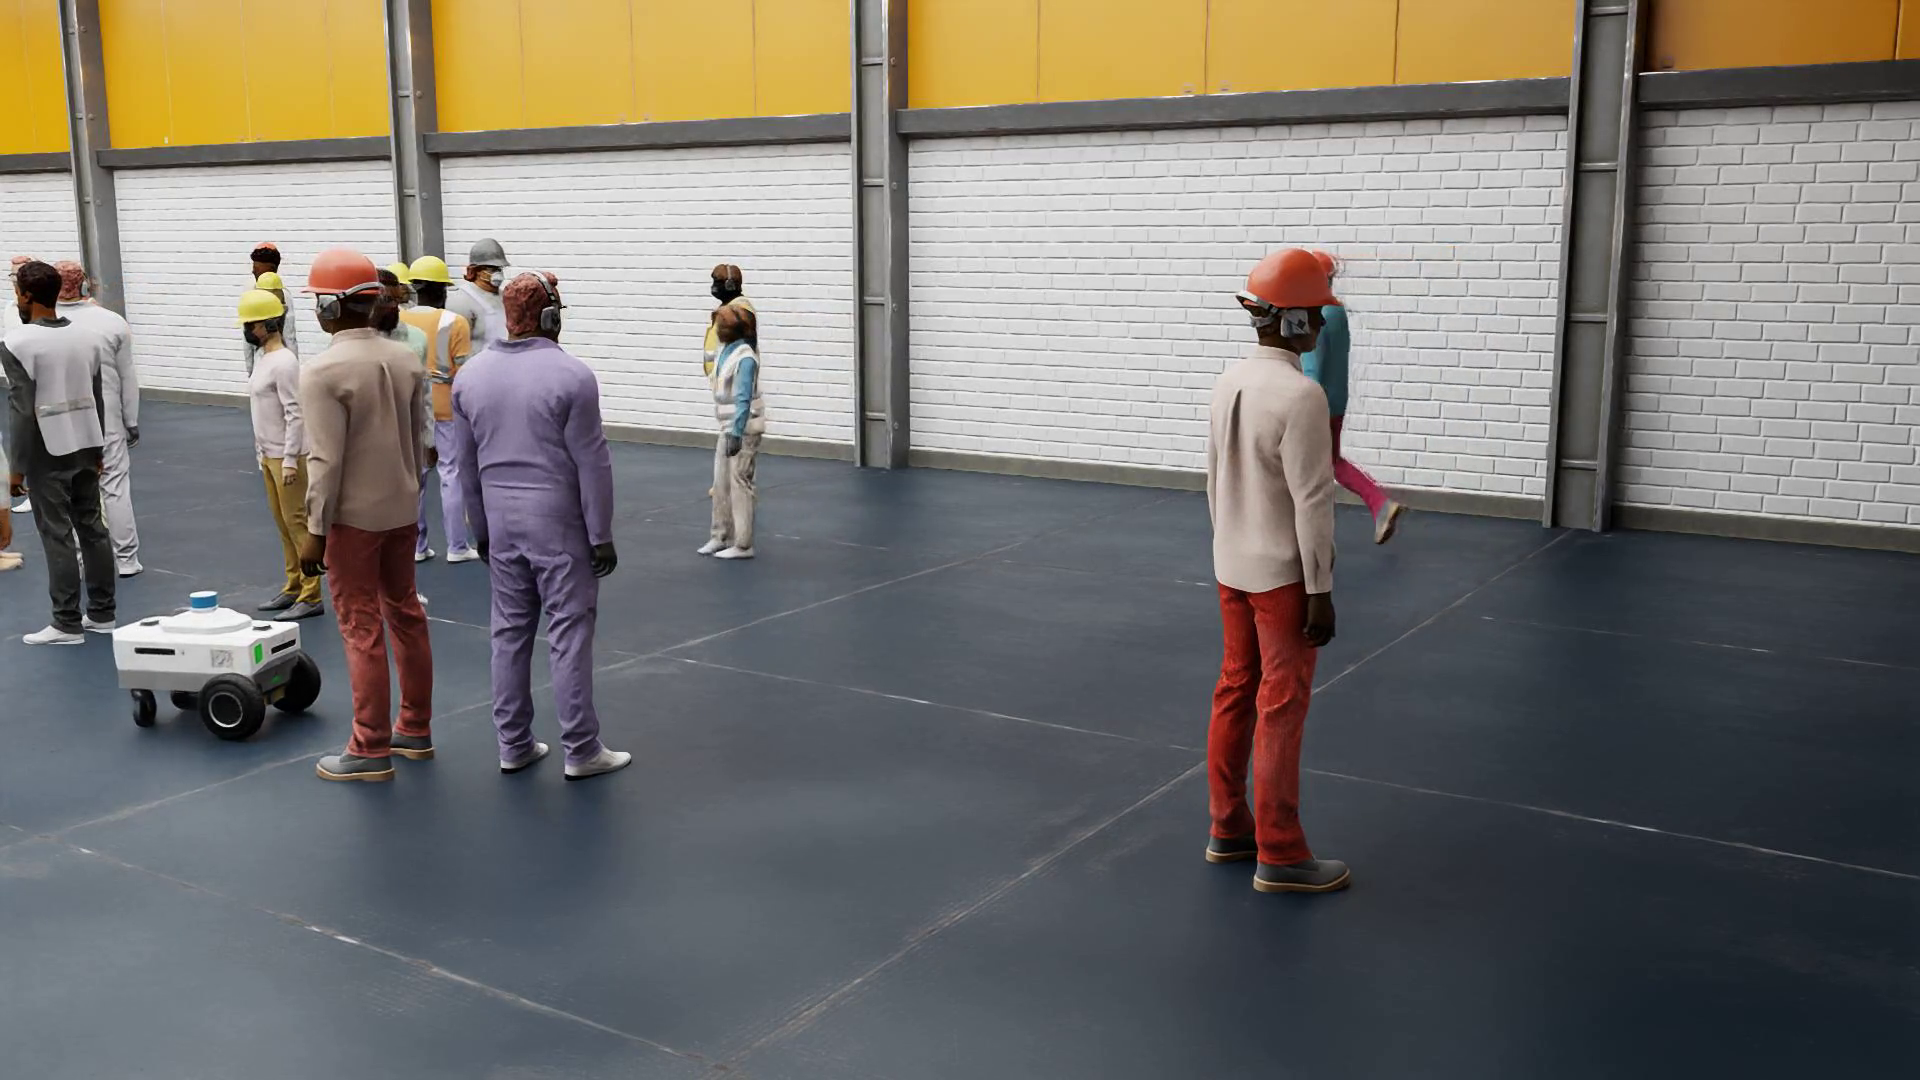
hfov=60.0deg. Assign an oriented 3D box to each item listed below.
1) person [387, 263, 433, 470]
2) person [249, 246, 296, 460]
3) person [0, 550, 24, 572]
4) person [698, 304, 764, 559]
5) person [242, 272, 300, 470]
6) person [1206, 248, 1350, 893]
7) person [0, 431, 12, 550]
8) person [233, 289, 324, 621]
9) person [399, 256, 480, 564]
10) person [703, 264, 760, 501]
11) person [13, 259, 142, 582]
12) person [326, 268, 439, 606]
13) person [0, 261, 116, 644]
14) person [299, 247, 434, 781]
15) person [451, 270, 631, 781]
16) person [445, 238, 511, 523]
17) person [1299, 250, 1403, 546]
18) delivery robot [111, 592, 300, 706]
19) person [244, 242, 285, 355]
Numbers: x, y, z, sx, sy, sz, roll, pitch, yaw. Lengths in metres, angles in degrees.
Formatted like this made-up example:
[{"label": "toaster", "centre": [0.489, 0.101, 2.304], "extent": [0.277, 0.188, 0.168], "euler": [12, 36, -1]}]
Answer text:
[{"label": "person", "centre": [-4.871, -1.485, 14.460], "extent": [0.403, 1.825, 0.592], "euler": [5, 11, 26]}, {"label": "person", "centre": [-6.212, -1.669, 15.084], "extent": [0.362, 1.965, 0.612], "euler": [-8, 13, -38]}, {"label": "person", "centre": [-5.987, -0.710, 10.142], "extent": [0.345, 1.836, 0.518], "euler": [-7, 12, -32]}, {"label": "person", "centre": [-1.436, -0.680, 10.558], "extent": [0.380, 1.620, 0.547], "euler": [-6, 12, -28]}, {"label": "person", "centre": [-6.055, -1.487, 14.692], "extent": [0.492, 1.742, 0.319], "euler": [2, 10, 9]}, {"label": "person", "centre": [0.988, 0.099, 5.210], "extent": [0.376, 1.995, 0.608], "euler": [-4, 11, -21]}, {"label": "person", "centre": [-4.249, -0.144, 6.810], "extent": [0.616, 1.919, 0.863], "euler": [-7, 13, -35]}, {"label": "person", "centre": [-3.652, -0.449, 8.885], "extent": [0.332, 1.766, 0.531], "euler": [-7, 12, -35]}, {"label": "person", "centre": [-3.303, -0.805, 10.417], "extent": [0.591, 1.921, 0.383], "euler": [2, 10, 9]}, {"label": "person", "centre": [-1.774, -1.212, 12.902], "extent": [0.429, 1.841, 0.633], "euler": [-4, 11, -21]}, {"label": "person", "centre": [-5.218, -0.701, 9.882], "extent": [0.636, 1.911, 0.404], "euler": [-6, 12, -29]}, {"label": "person", "centre": [-3.304, -0.597, 9.419], "extent": [0.915, 1.879, 0.597], "euler": [8, 13, 39]}, {"label": "person", "centre": [-4.523, -0.430, 8.353], "extent": [0.392, 1.919, 0.590], "euler": [3, 11, 14]}, {"label": "person", "centre": [-2.247, -0.091, 6.258], "extent": [0.378, 1.996, 0.611], "euler": [4, 11, 19]}, {"label": "person", "centre": [-1.561, -0.048, 6.263], "extent": [0.639, 1.911, 0.406], "euler": [4, 11, 21]}, {"label": "person", "centre": [-3.330, -1.138, 11.938], "extent": [0.536, 2.000, 0.688], "euler": [4, 11, 20]}, {"label": "person", "centre": [2.429, -0.884, 10.764], "extent": [0.818, 1.965, 0.629], "euler": [6, 12, 31]}, {"label": "delivery robot", "centre": [-3.145, 0.459, 6.944], "extent": [0.707, 0.478, 0.477], "euler": [2, 10, 10]}, {"label": "person", "centre": [-7.072, -2.045, 17.089], "extent": [0.608, 1.995, 0.377], "euler": [7, 12, 33]}]
